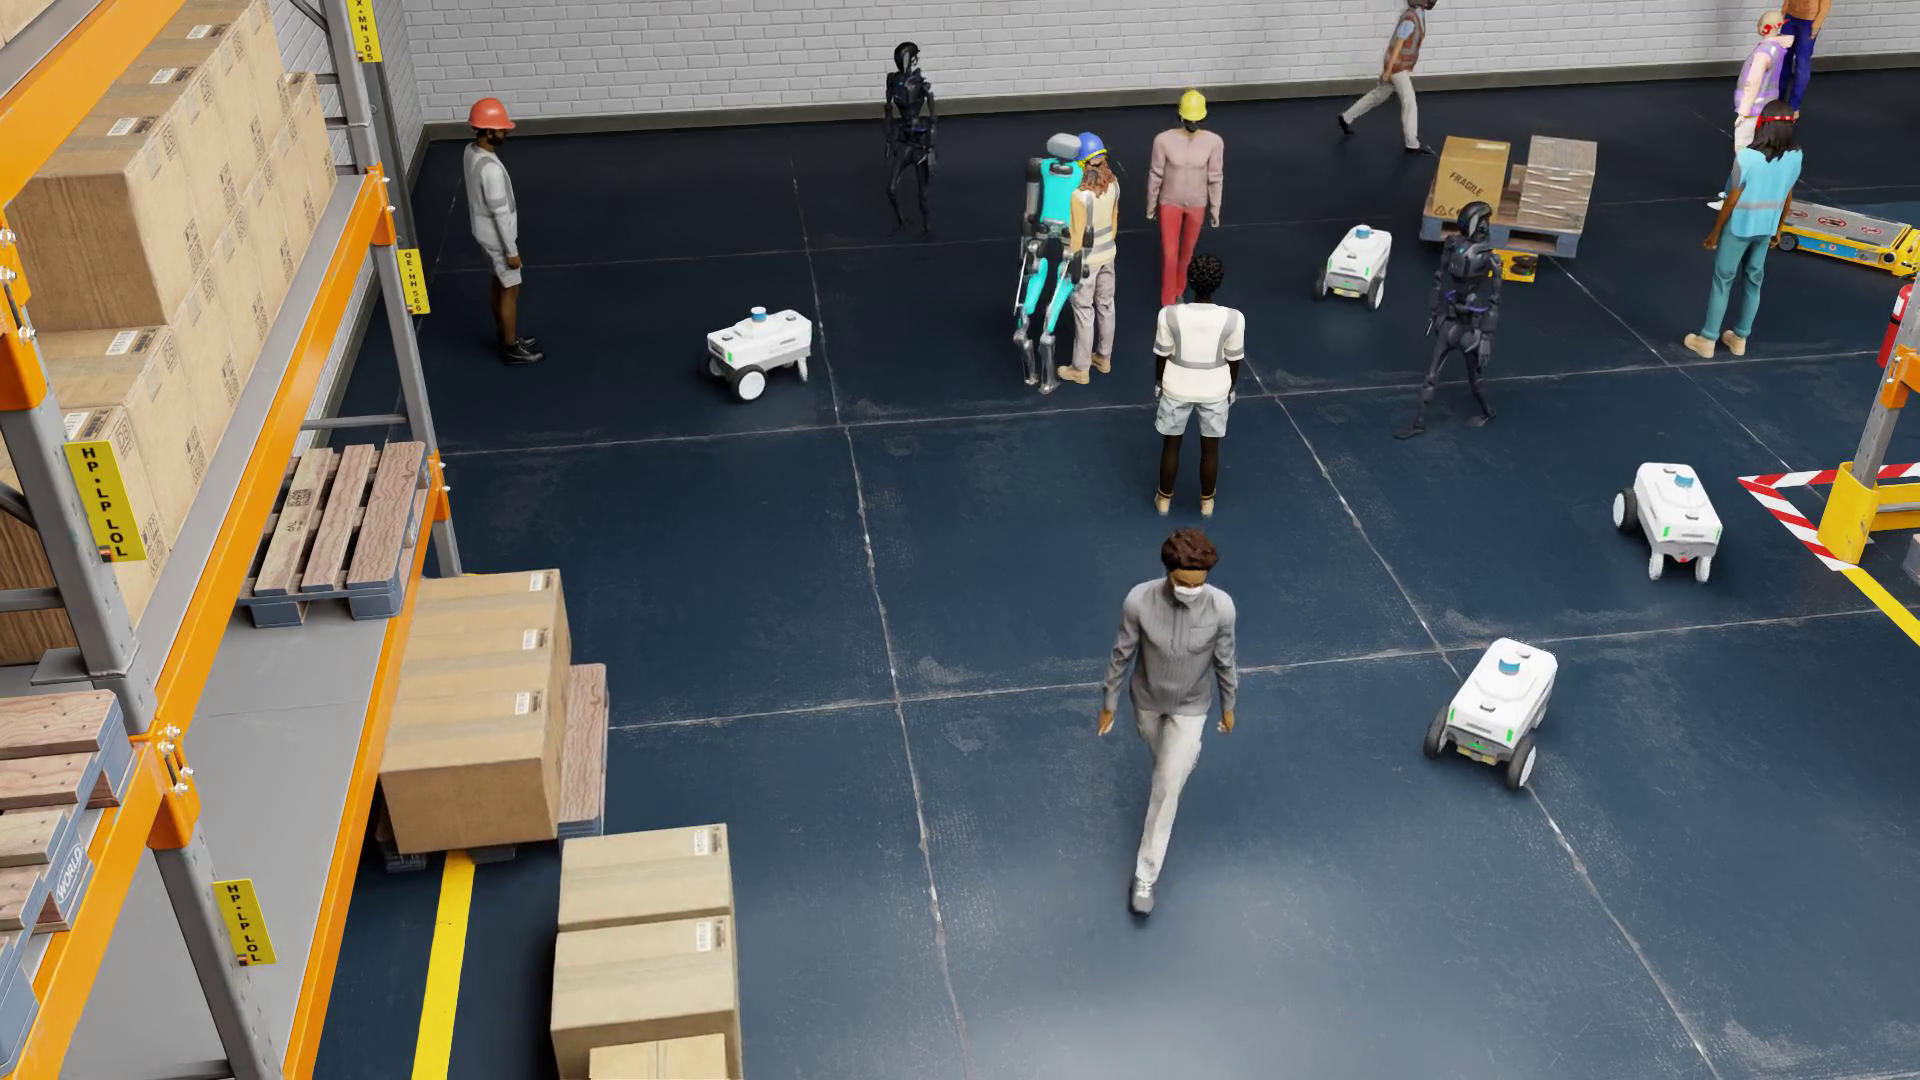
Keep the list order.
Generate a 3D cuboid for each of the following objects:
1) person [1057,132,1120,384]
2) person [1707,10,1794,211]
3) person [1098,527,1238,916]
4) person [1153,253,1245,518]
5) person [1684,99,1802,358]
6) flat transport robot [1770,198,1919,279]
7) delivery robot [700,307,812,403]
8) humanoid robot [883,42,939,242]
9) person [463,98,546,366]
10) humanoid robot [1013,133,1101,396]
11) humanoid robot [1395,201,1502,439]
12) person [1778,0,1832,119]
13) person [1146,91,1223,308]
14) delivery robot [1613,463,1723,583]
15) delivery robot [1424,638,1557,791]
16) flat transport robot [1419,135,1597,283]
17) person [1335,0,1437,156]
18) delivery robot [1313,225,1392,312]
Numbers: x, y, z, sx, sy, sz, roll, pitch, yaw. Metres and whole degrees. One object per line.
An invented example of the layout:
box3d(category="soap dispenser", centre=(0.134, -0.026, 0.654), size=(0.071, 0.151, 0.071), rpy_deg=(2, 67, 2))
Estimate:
box3d(category="person", centre=(0.883, -1.930, 11.435), size=(0.469, 1.770, 0.327), rpy_deg=(-27, 42, -34))
box3d(category="person", centre=(6.738, -3.642, 14.138), size=(0.357, 1.684, 0.486), rpy_deg=(23, 40, 31))
box3d(category="person", centre=(0.914, 0.716, 7.316), size=(0.579, 1.841, 0.965), rpy_deg=(9, 34, 14))
box3d(category="person", centre=(1.402, -0.897, 9.922), size=(0.533, 1.693, 0.320), rpy_deg=(4, 33, 6))
box3d(category="person", centre=(5.549, -2.167, 11.711), size=(0.540, 1.864, 0.372), rpy_deg=(-4, 33, -6))
box3d(category="flat transport robot", centre=(7.232, -2.497, 13.678), size=(1.431, 0.231, 0.659), rpy_deg=(23, 40, 31))
box3d(category="delivery robot", centre=(-1.419, -1.317, 11.627), size=(0.786, 0.614, 0.514), rpy_deg=(-23, 39, -31))
box3d(category="humanoid robot", centre=(-0.375, -3.220, 13.504), size=(0.589, 1.645, 0.416), rpy_deg=(25, 41, 33))
box3d(category="person", centre=(-3.194, -2.134, 11.615), size=(0.387, 1.924, 0.547), rpy_deg=(-17, 37, -24))
box3d(category="humanoid robot", centre=(0.591, -1.790, 11.261), size=(0.545, 1.768, 0.800), rpy_deg=(12, 35, 18))
box3d(category="humanoid robot", centre=(3.287, -1.414, 10.786), size=(0.786, 1.630, 0.602), rpy_deg=(-17, 37, -25))
box3d(category="person", centre=(8.138, -5.069, 16.068), size=(0.403, 1.973, 0.516), rpy_deg=(-12, 35, -17))
box3d(category="person", centre=(1.656, -2.417, 12.203), size=(0.531, 1.738, 0.743), rpy_deg=(-2, 33, -4))
box3d(category="delivery robot", centre=(4.214, -0.144, 9.829), size=(0.499, 0.614, 0.818), rpy_deg=(3, 33, 5))
box3d(category="delivery robot", centre=(2.691, 0.843, 8.314), size=(0.499, 0.612, 0.805), rpy_deg=(21, 38, 28))
box3d(category="flat transport robot", centre=(4.434, -2.504, 13.689), size=(0.659, 0.231, 1.431), rpy_deg=(11, 35, 16))
box3d(category="person", centre=(3.997, -4.420, 15.382), size=(0.927, 1.630, 0.459), rpy_deg=(15, 36, 22))
box3d(category="delivery robot", centre=(3.080, -2.140, 12.863), size=(0.499, 0.587, 0.789), rpy_deg=(15, 36, 22))
